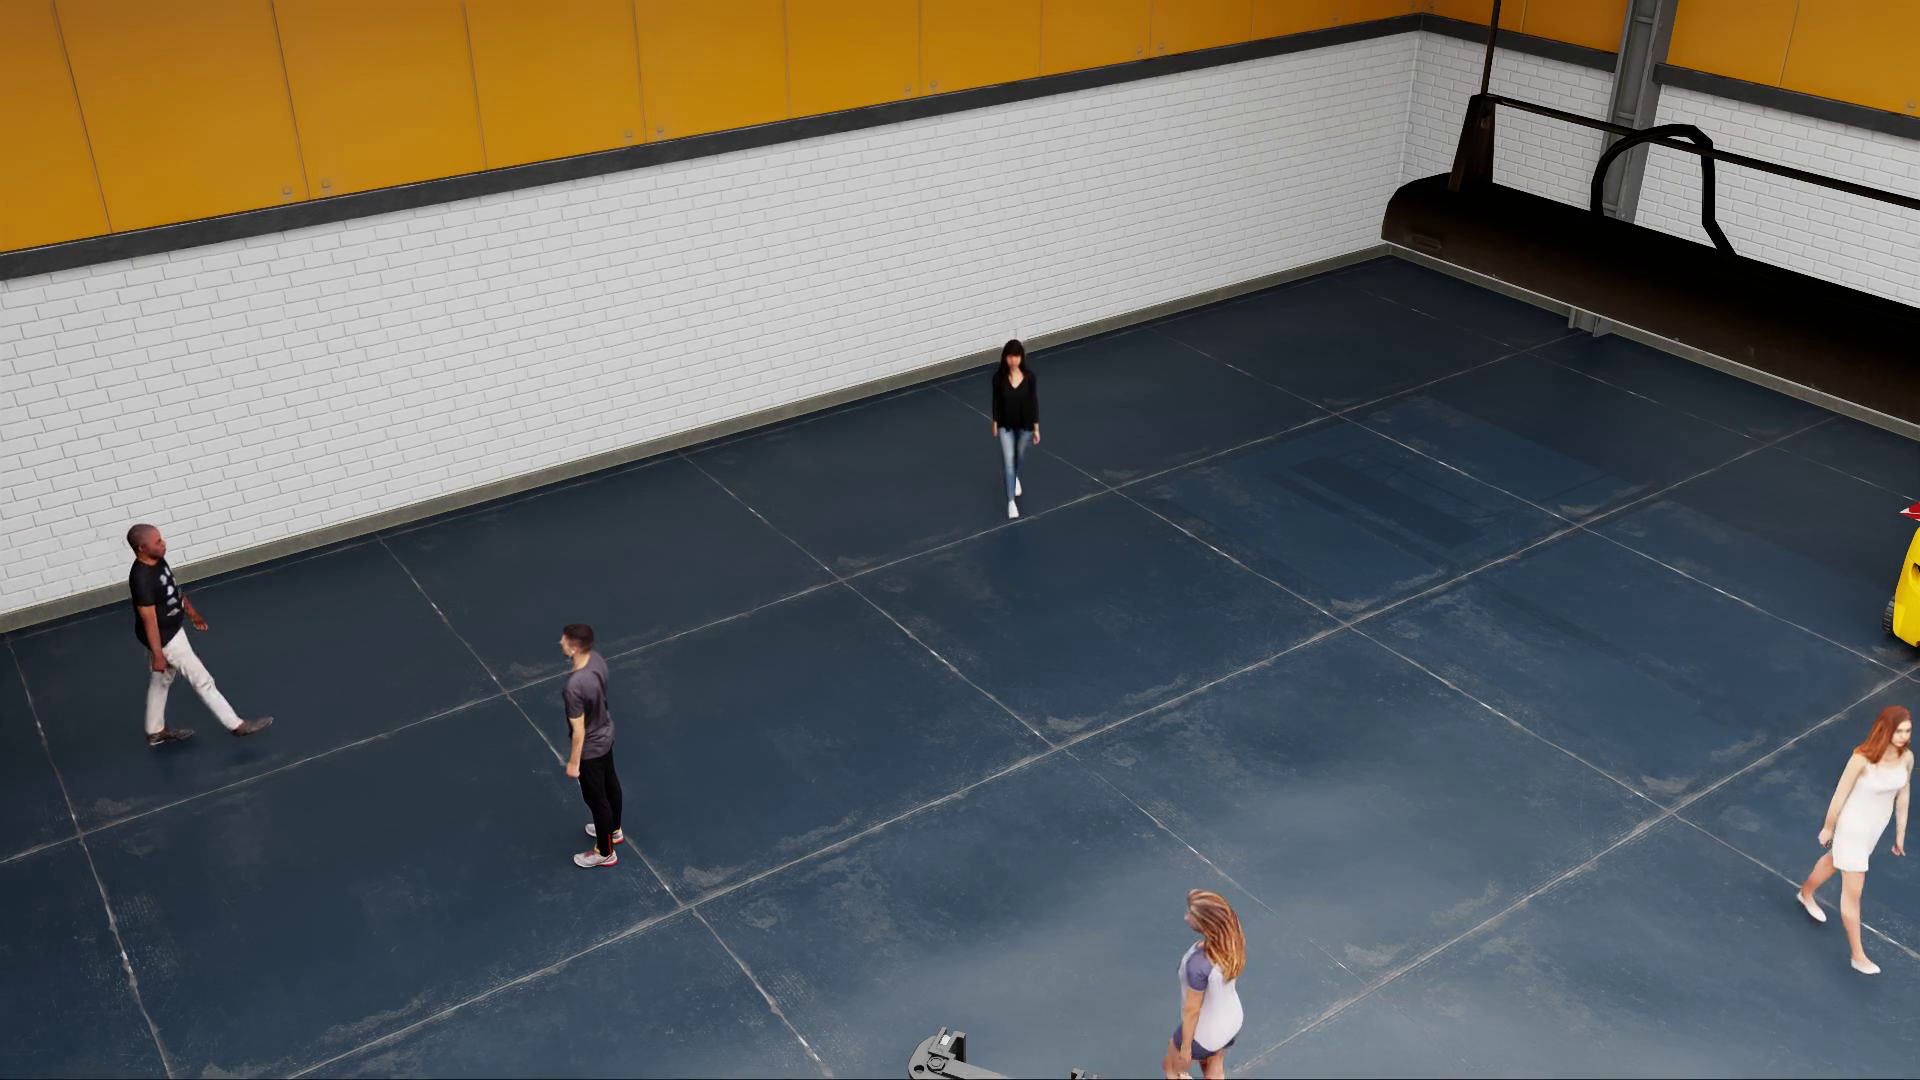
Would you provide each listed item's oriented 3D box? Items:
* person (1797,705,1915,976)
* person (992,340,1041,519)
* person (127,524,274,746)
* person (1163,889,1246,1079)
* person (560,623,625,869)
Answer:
[{"bbox_3d":[5.376,1.677,10.032,0.906,1.671,1.168,-4,29,-8],"label":"person"},{"bbox_3d":[0.504,-1.073,15.140,0.880,1.605,1.120,-4,29,-6],"label":"person"},{"bbox_3d":[-5.688,0.710,11.705,0.956,1.767,1.132,-10,30,-17],"label":"person"},{"bbox_3d":[1.340,2.508,8.464,0.662,1.712,0.681,-24,37,-37],"label":"person"},{"bbox_3d":[-2.355,1.294,10.635,0.776,1.765,0.697,2,29,4],"label":"person"}]
